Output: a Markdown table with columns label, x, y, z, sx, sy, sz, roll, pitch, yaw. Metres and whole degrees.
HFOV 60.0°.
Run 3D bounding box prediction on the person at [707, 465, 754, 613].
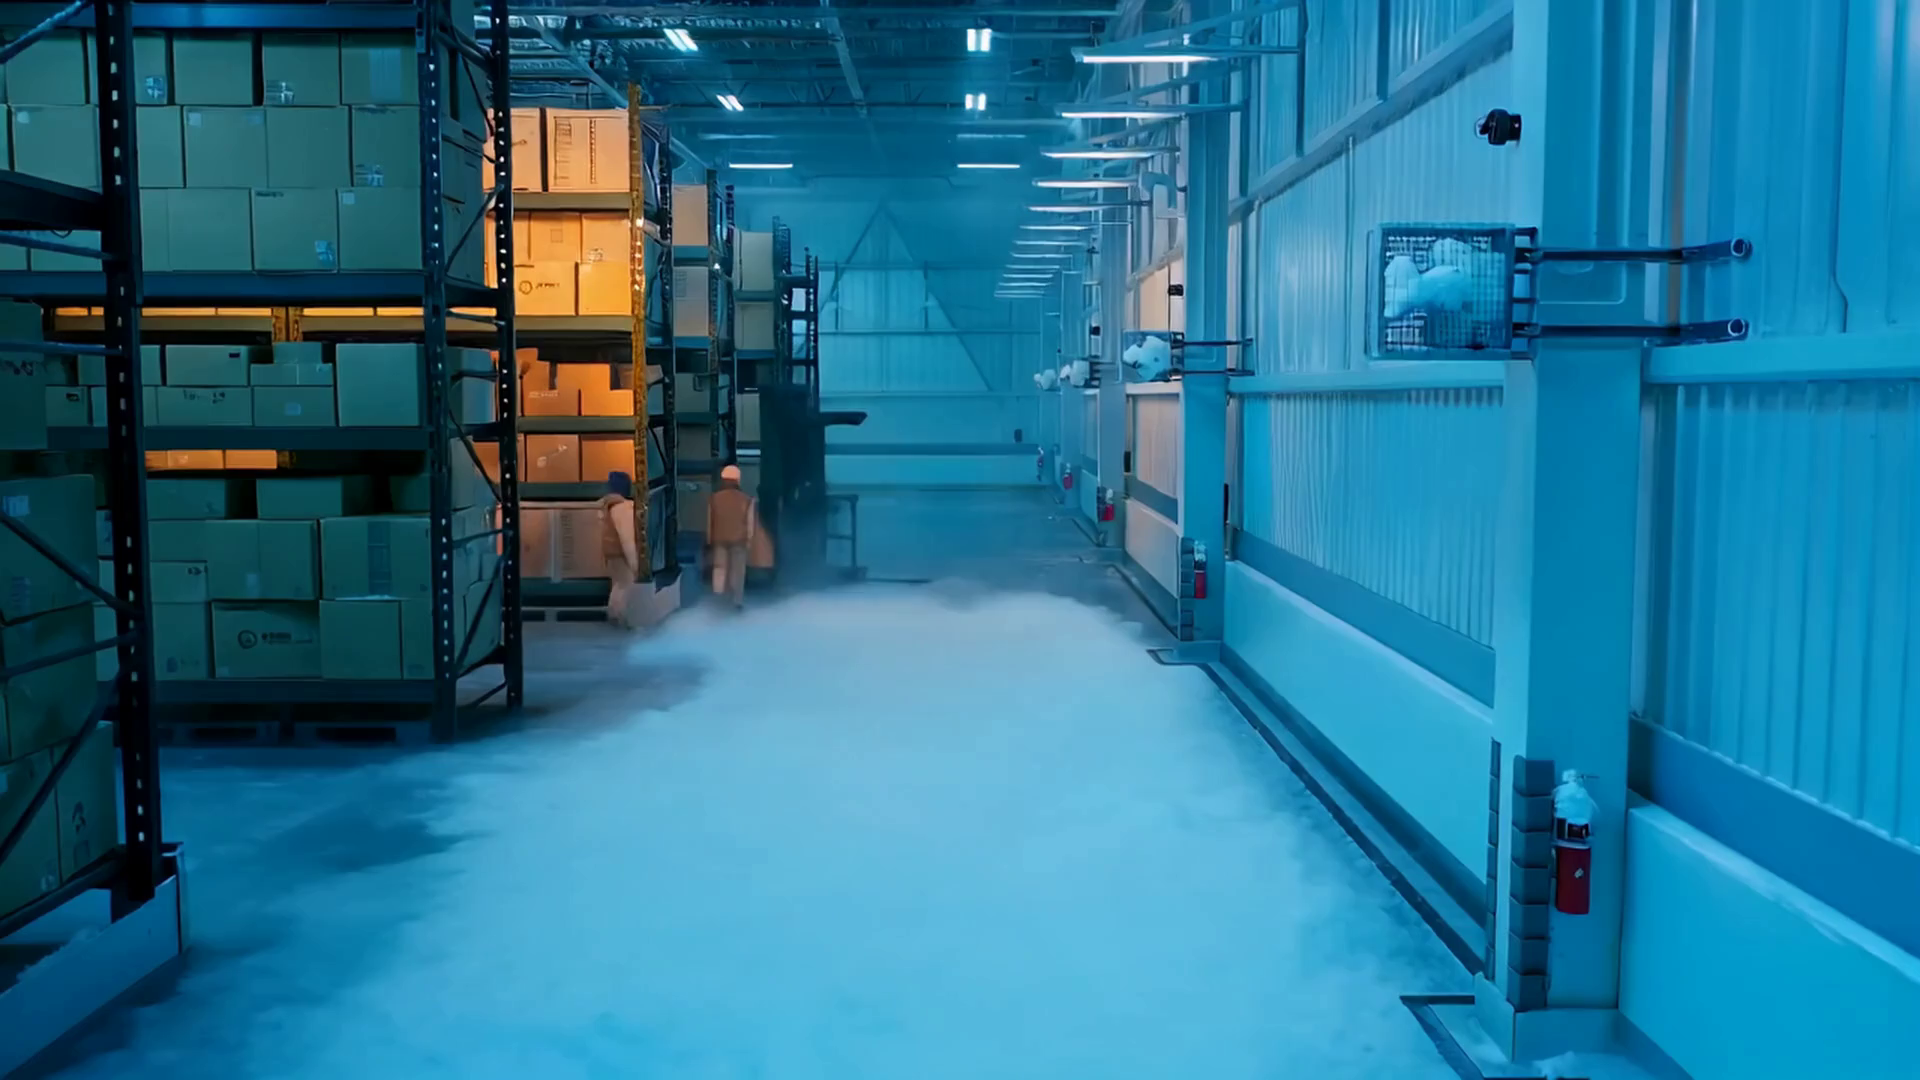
| label | x | y | z | sx | sy | sz | roll | pitch | yaw |
| --- | --- | --- | --- | --- | --- | --- | --- | --- | --- |
| person | -2.779 | 0.003 | 20.034 | 0.589 | 1.816 | 0.734 | 0 | 5 | 3 |

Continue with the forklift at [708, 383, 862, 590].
| label | x | y | z | sx | sy | sz | roll | pitch | yaw |
| --- | --- | --- | --- | --- | --- | --- | --- | --- | --- |
| forklift | -2.446 | -0.773 | 22.927 | 1.873 | 2.768 | 1.129 | 2 | 5 | 22 |

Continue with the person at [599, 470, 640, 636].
| label | x | y | z | sx | sy | sz | roll | pitch | yaw |
| --- | --- | --- | --- | --- | --- | --- | --- | --- | --- |
| person | -3.724 | 0.148 | 18.274 | 0.448 | 1.831 | 0.627 | -2 | 5 | -20 |
